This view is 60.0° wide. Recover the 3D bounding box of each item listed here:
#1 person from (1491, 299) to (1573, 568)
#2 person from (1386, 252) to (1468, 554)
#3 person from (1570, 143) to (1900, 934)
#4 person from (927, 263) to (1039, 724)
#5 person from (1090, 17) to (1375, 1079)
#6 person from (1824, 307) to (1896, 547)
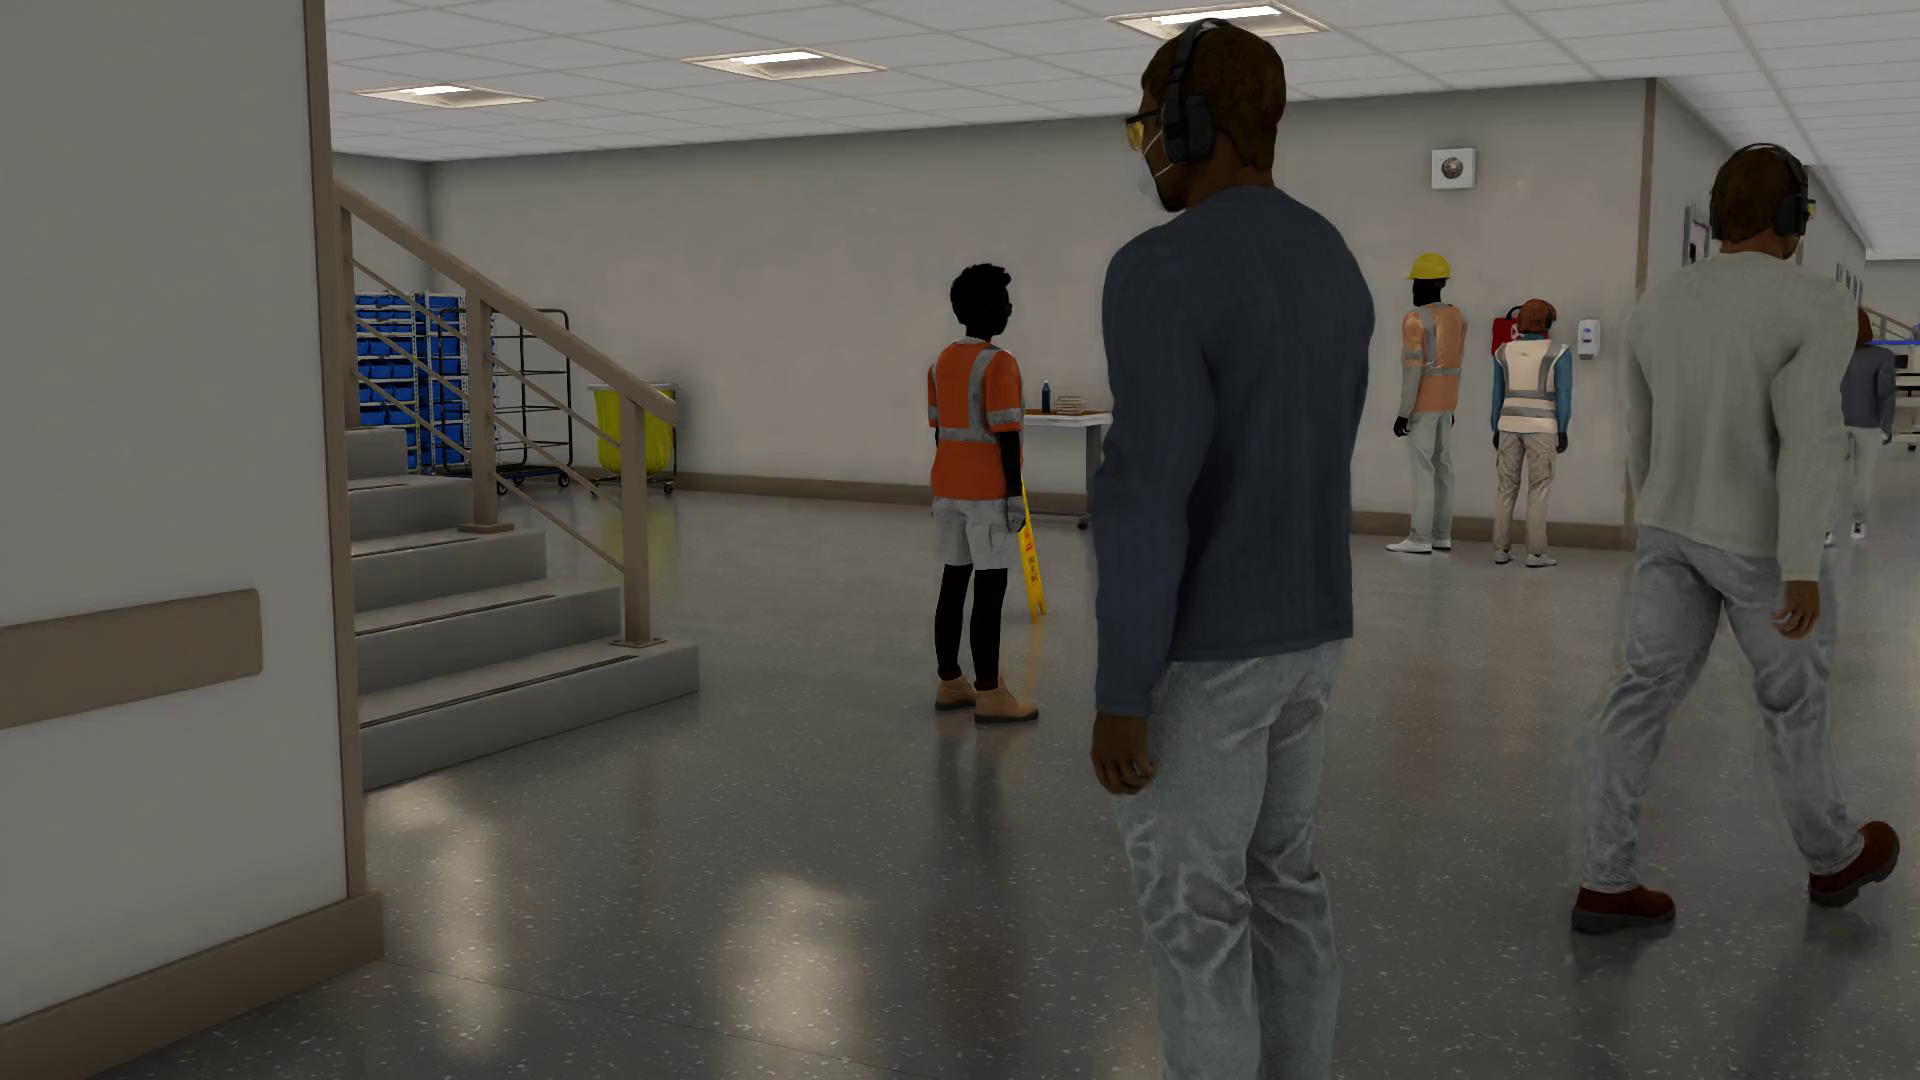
[{"bbox_3d":[3.465,-0.648,10.130,0.323,1.630,0.503,-7,10,-42],"label":"person"},{"bbox_3d":[3.003,-0.872,10.687,0.588,1.930,0.359,-6,10,-41],"label":"person"},{"bbox_3d":[1.917,0.003,4.072,1.012,1.889,0.648,-4,8,-27],"label":"person"},{"bbox_3d":[0.073,-0.171,6.187,0.318,1.697,0.535,-5,9,-33],"label":"person"},{"bbox_3d":[0.415,0.180,2.584,0.366,1.932,0.640,6,10,39],"label":"person"},{"bbox_3d":[5.965,-0.762,11.118,0.510,1.591,0.843,5,9,34],"label":"person"}]
